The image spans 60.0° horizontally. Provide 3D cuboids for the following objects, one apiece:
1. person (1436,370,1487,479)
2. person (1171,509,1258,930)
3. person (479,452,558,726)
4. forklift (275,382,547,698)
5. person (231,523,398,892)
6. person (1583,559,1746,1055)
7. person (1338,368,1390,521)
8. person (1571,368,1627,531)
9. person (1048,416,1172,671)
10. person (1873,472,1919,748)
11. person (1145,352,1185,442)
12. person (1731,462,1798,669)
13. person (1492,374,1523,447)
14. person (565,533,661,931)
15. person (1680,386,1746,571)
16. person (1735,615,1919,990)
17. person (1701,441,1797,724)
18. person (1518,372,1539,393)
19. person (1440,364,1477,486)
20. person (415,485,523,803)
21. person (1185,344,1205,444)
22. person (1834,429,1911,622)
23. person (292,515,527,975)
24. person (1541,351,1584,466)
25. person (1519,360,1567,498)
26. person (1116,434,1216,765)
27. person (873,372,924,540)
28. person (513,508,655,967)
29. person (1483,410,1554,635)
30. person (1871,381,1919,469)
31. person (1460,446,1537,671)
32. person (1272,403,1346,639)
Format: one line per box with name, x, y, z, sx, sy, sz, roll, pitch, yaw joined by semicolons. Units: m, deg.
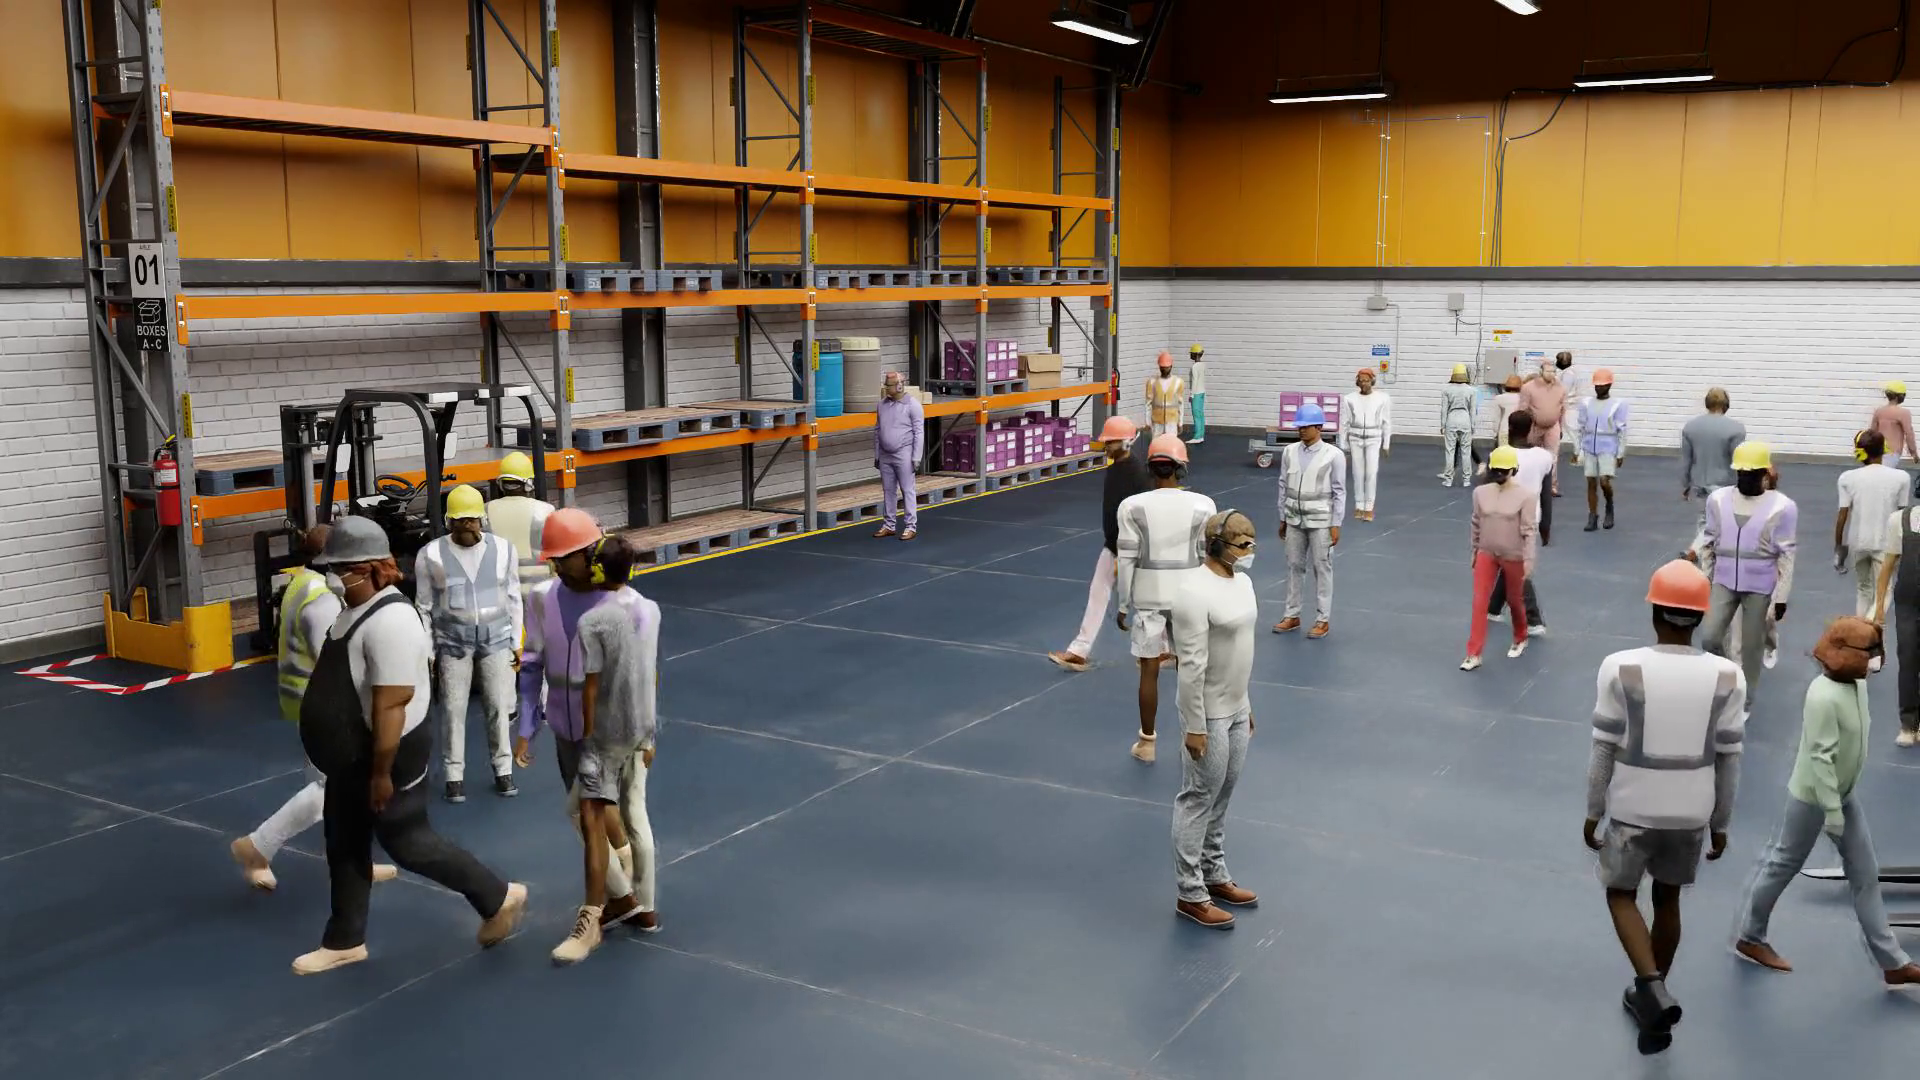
person;7.427;-1.714;24.392;0.784;1.660;0.557;-1;9;-6
person;1.201;0.811;7.744;0.373;1.936;0.629;6;11;32
person;-2.920;0.329;11.063;0.588;1.835;0.404;0;9;0
forklift;-3.974;-0.067;12.417;2.313;2.155;1.214;5;11;30
person;-3.149;0.831;8.028;0.676;1.808;0.679;-4;10;-25
person;2.713;1.036;6.400;0.554;1.916;0.696;1;9;7
person;4.895;-1.148;20.201;0.603;1.856;0.746;4;10;21
person;7.434;-1.043;19.368;0.563;1.924;0.406;8;12;43
person;1.194;0.043;12.509;1.020;1.940;0.622;-4;10;-24
person;6.078;0.425;10.491;0.542;1.826;0.421;8;12;40
person;2.922;-1.738;23.750;0.553;1.914;0.827;1;9;9
person;5.942;0.217;12.423;0.520;1.628;0.379;7;12;39
person;7.602;-1.460;22.904;0.514;1.634;0.331;4;10;23
person;-1.565;0.886;7.560;0.407;1.844;0.543;6;11;35
person;7.307;-0.542;16.230;0.740;1.923;0.638;-5;11;-31
person;3.716;1.106;6.978;0.521;1.588;0.851;-8;12;-40
person;5.159;0.299;10.991;0.610;1.912;0.500;9;13;44
person;8.013;-1.578;23.629;0.568;1.610;0.388;-6;11;-33
person;7.043;-1.624;23.548;0.486;1.740;0.313;2;9;9
person;-2.787;0.587;9.491;0.591;1.826;0.403;-4;10;-24
person;4.180;-2.586;29.471;0.313;1.768;0.527;4;10;25
person;6.957;0.071;12.692;0.533;1.829;0.729;7;11;36
person;-2.407;0.849;7.177;0.890;2.000;0.687;-6;11;-34
person;9.448;-2.050;26.059;0.957;1.799;0.634;2;9;12
person;7.906;-1.523;22.645;0.666;1.846;0.842;0;9;2
person;1.252;0.367;10.204;0.609;2.036;0.403;0;9;-1
person;-0.724;-0.949;18.825;0.650;1.904;0.401;6;11;35
person;-1.668;0.817;7.603;0.596;1.990;1.020;3;10;20
person;4.686;-0.160;14.038;0.604;1.868;1.035;-3;9;-16
person;11.274;-1.057;20.088;0.916;1.720;0.530;-2;9;-11
person;4.179;0.114;12.794;0.529;1.712;0.922;7;11;36
person;2.893;-0.160;13.763;0.605;1.948;0.406;9;13;44
